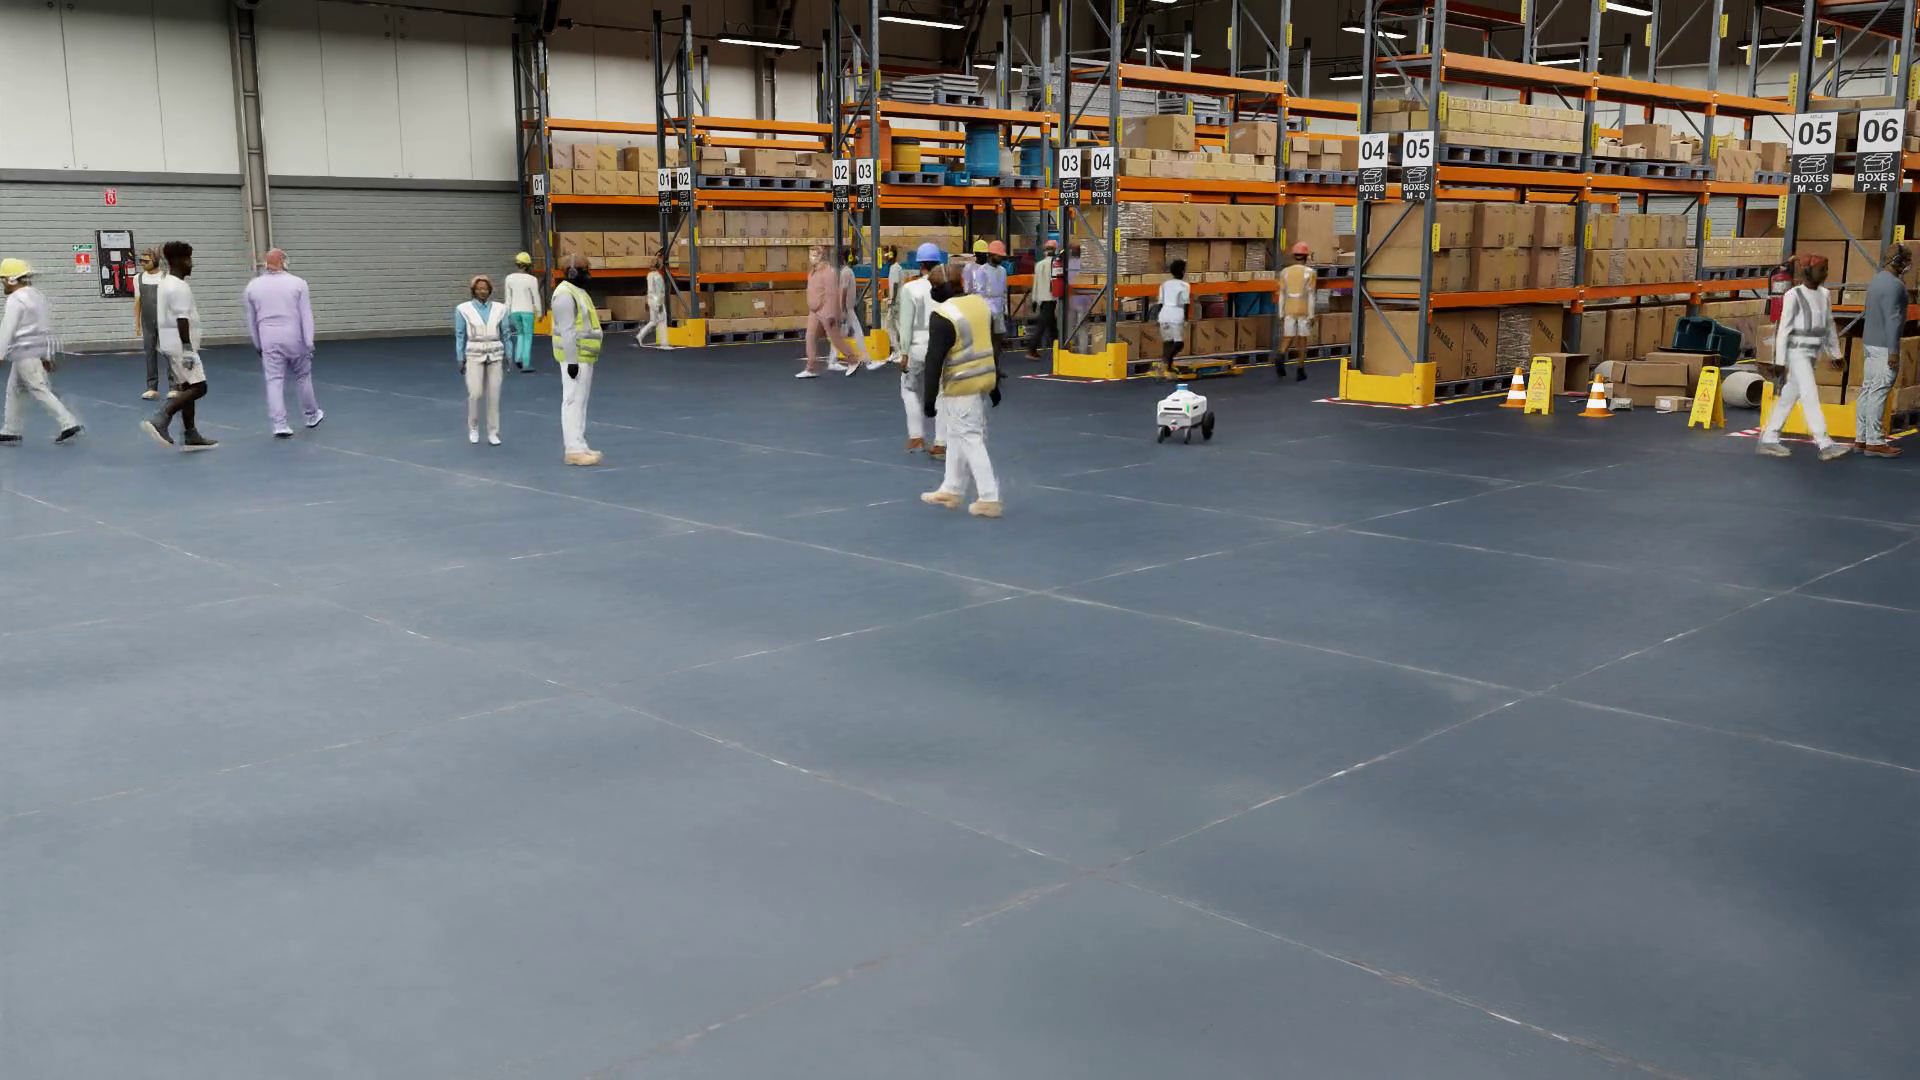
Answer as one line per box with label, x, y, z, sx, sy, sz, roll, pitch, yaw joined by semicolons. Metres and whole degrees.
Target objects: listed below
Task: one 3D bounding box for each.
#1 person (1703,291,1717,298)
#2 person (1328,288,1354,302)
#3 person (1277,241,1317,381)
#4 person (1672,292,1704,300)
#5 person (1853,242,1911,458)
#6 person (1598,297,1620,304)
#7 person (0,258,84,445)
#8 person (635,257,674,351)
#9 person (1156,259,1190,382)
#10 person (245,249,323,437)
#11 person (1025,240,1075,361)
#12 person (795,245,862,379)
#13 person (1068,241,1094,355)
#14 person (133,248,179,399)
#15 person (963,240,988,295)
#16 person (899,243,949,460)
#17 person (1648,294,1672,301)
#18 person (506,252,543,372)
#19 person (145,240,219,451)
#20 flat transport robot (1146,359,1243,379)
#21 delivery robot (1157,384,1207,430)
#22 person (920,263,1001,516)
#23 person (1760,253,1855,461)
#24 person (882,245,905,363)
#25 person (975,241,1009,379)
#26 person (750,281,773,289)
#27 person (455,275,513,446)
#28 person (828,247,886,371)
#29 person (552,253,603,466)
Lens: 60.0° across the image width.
person;14.530;-4.830;32.111;0.859;1.920;0.615;3;11;16
person;7.212;-4.678;31.375;0.556;1.872;1.036;4;11;20
person;4.659;-3.165;23.040;0.544;1.920;0.586;7;13;34
person;12.824;-4.291;29.285;0.452;1.868;0.615;-10;14;-43
person;8.460;-1.744;15.226;0.372;1.938;0.627;2;11;12
person;12.844;-4.988;32.942;0.569;1.923;0.412;9;14;40
person;-8.903;-1.795;15.910;0.890;1.795;0.587;-3;11;-15
person;-5.335;-4.110;28.979;0.603;1.621;0.521;-7;13;-35
person;2.867;-3.004;22.778;0.548;1.680;0.547;-9;14;-41
person;-6.822;-2.000;16.843;0.656;1.850;0.997;-1;10;-6
person;1.446;-3.868;26.853;1.011;1.926;0.651;-8;13;-36
person;-1.865;-3.240;23.601;0.943;1.870;0.655;-7;12;-33
person;1.756;-3.611;25.484;0.636;1.911;0.869;6;12;29
person;-9.866;-2.652;20.428;0.515;1.841;0.327;-1;10;-4
person;0.303;-3.523;24.947;0.368;1.927;0.587;10;14;43
person;-0.299;-1.704;15.025;0.655;1.923;0.632;-5;12;-27
person;13.144;-4.518;31.195;0.339;1.624;0.542;-8;13;-37
person;-6.401;-3.348;24.471;0.544;1.749;0.396;4;11;19
person;-7.258;-1.789;15.400;0.544;1.952;0.615;-8;13;-36
flat transport robot;3.357;-2.451;23.739;0.652;0.197;1.431;10;14;43
delivery robot;2.195;-1.298;16.420;0.477;0.478;0.707;4;11;22
person;-0.034;-1.073;11.943;0.769;1.799;0.651;6;12;30
person;7.669;-1.639;14.927;0.581;1.834;0.950;-8;13;-36
person;-1.018;-3.721;26.269;0.554;1.834;0.661;-1;10;-3
person;0.453;-3.175;23.079;0.570;1.918;0.438;-10;15;-44
person;-4.274;-5.565;36.388;0.621;1.809;0.732;4;11;22
person;-4.544;-1.714;15.923;0.517;1.626;0.374;-6;12;-29
person;-1.569;-3.437;24.770;0.887;1.825;0.557;-1;10;-4
person;-3.370;-1.599;14.699;0.429;1.840;0.632;0;10;-2
